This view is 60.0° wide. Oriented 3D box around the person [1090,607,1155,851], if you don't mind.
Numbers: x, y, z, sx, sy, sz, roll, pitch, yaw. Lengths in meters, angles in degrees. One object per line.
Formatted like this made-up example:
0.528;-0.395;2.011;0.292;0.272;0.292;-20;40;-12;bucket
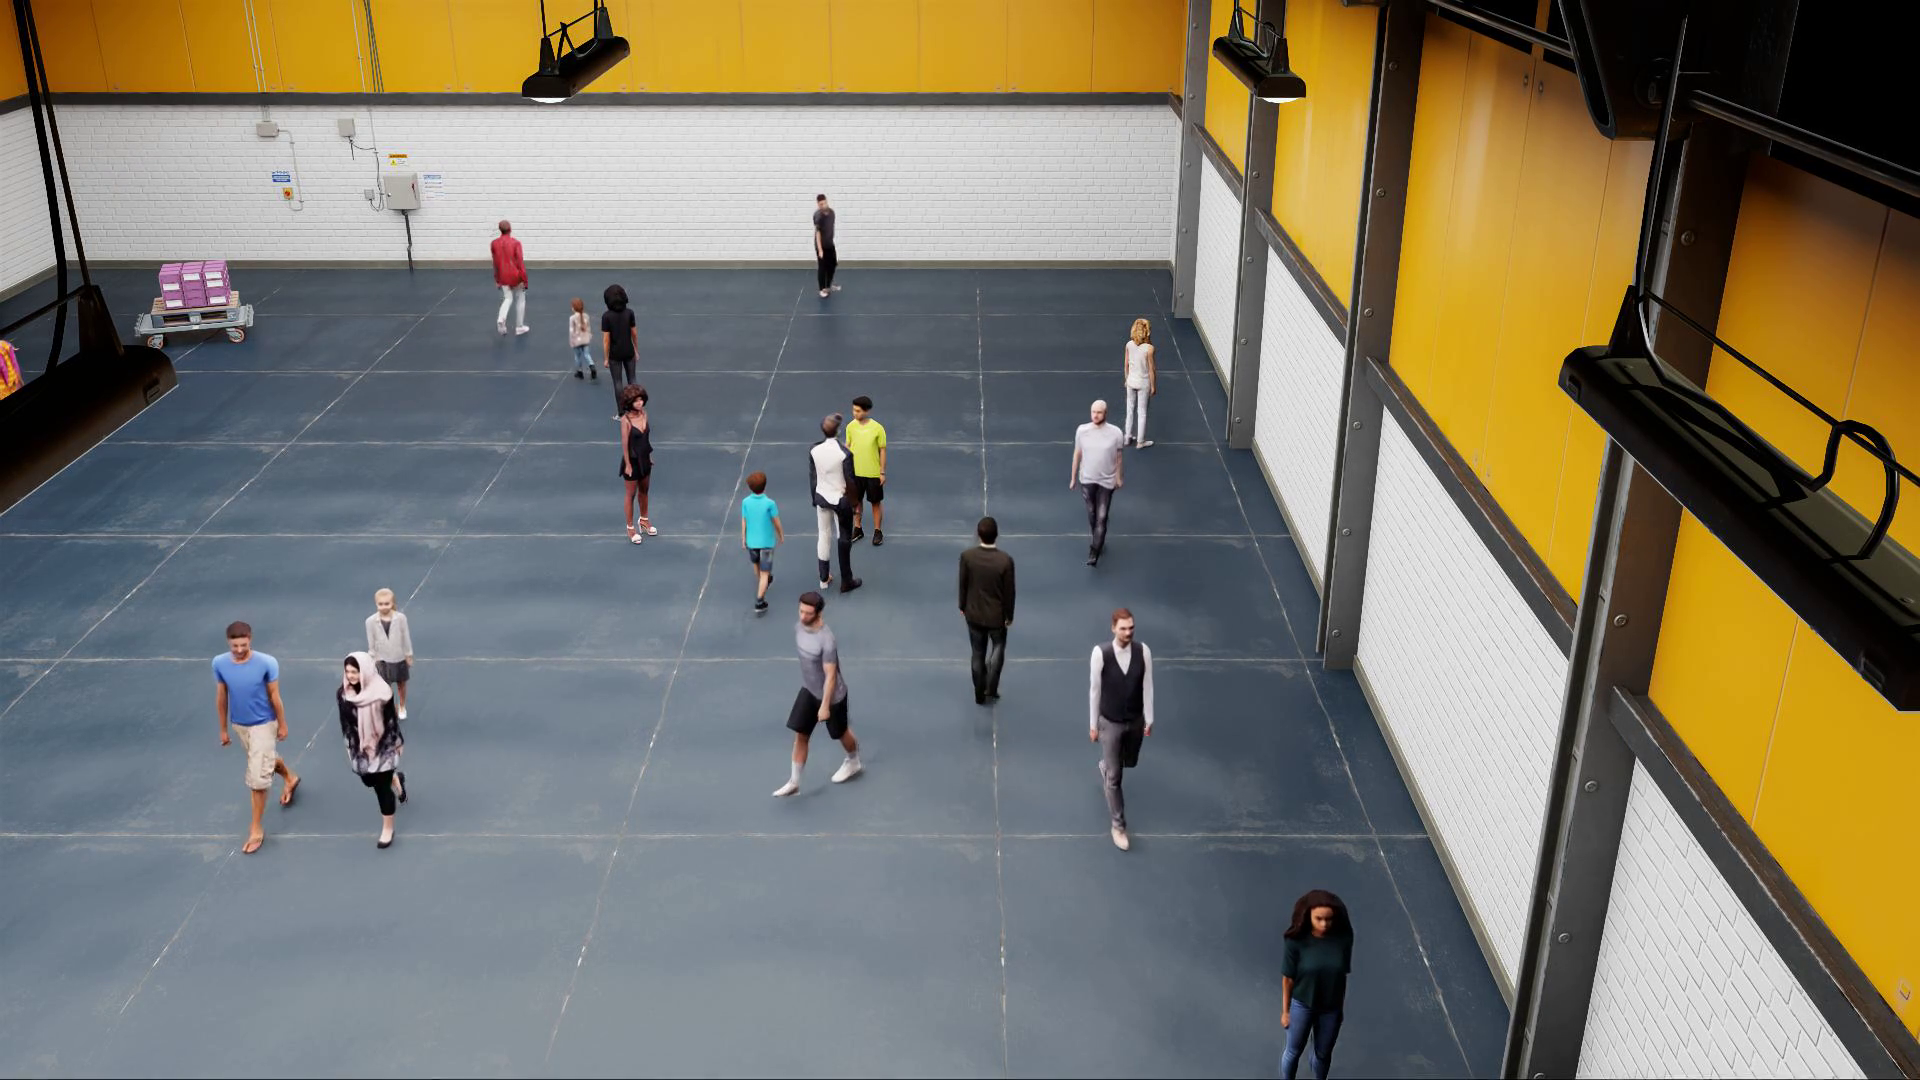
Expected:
1.241;1.382;13.061;0.858;1.910;1.217;-5;24;-12;person

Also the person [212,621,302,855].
-5.523;1.414;13.102;0.695;1.817;1.217;1;24;3;person

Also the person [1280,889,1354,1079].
2.152;2.812;10.151;0.603;1.619;0.595;-2;24;-5;person

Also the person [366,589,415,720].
-5.045;0.999;14.742;0.617;1.265;0.686;-7;25;-17;person

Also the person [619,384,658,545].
-3.561;-0.853;18.326;0.719;1.788;0.633;15;28;31;person

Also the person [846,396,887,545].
-1.034;-0.785;18.273;0.680;1.706;0.639;8;25;17;person

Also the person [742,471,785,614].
-2.028;0.041;16.752;0.695;1.410;1.028;6;24;14;person

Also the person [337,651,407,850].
-4.554;1.561;13.018;0.689;1.615;0.958;2;24;5;person

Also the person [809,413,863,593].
-1.300;-0.391;17.141;0.772;1.891;0.744;10;26;22;person

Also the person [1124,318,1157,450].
2.265;-2.000;21.096;0.690;1.670;0.733;19;30;36;person

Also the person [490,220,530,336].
-6.914;-3.998;25.495;0.817;1.808;1.017;6;24;14;person

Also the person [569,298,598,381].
-5.358;-2.831;23.602;0.705;1.186;0.784;-19;30;-36;person

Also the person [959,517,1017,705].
0.217;0.675;14.829;0.753;1.789;0.741;4;24;9;person

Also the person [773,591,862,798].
-1.046;1.208;13.552;1.139;1.835;1.222;22;32;40;person

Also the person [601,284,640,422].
-4.482;-2.481;21.992;0.708;1.835;0.708;-14;27;-30;person

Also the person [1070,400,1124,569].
1.514;-0.655;17.872;0.977;1.788;1.254;9;25;20;person

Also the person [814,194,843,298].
-2.249;-4.895;27.648;0.936;1.727;0.835;10;26;22;person
